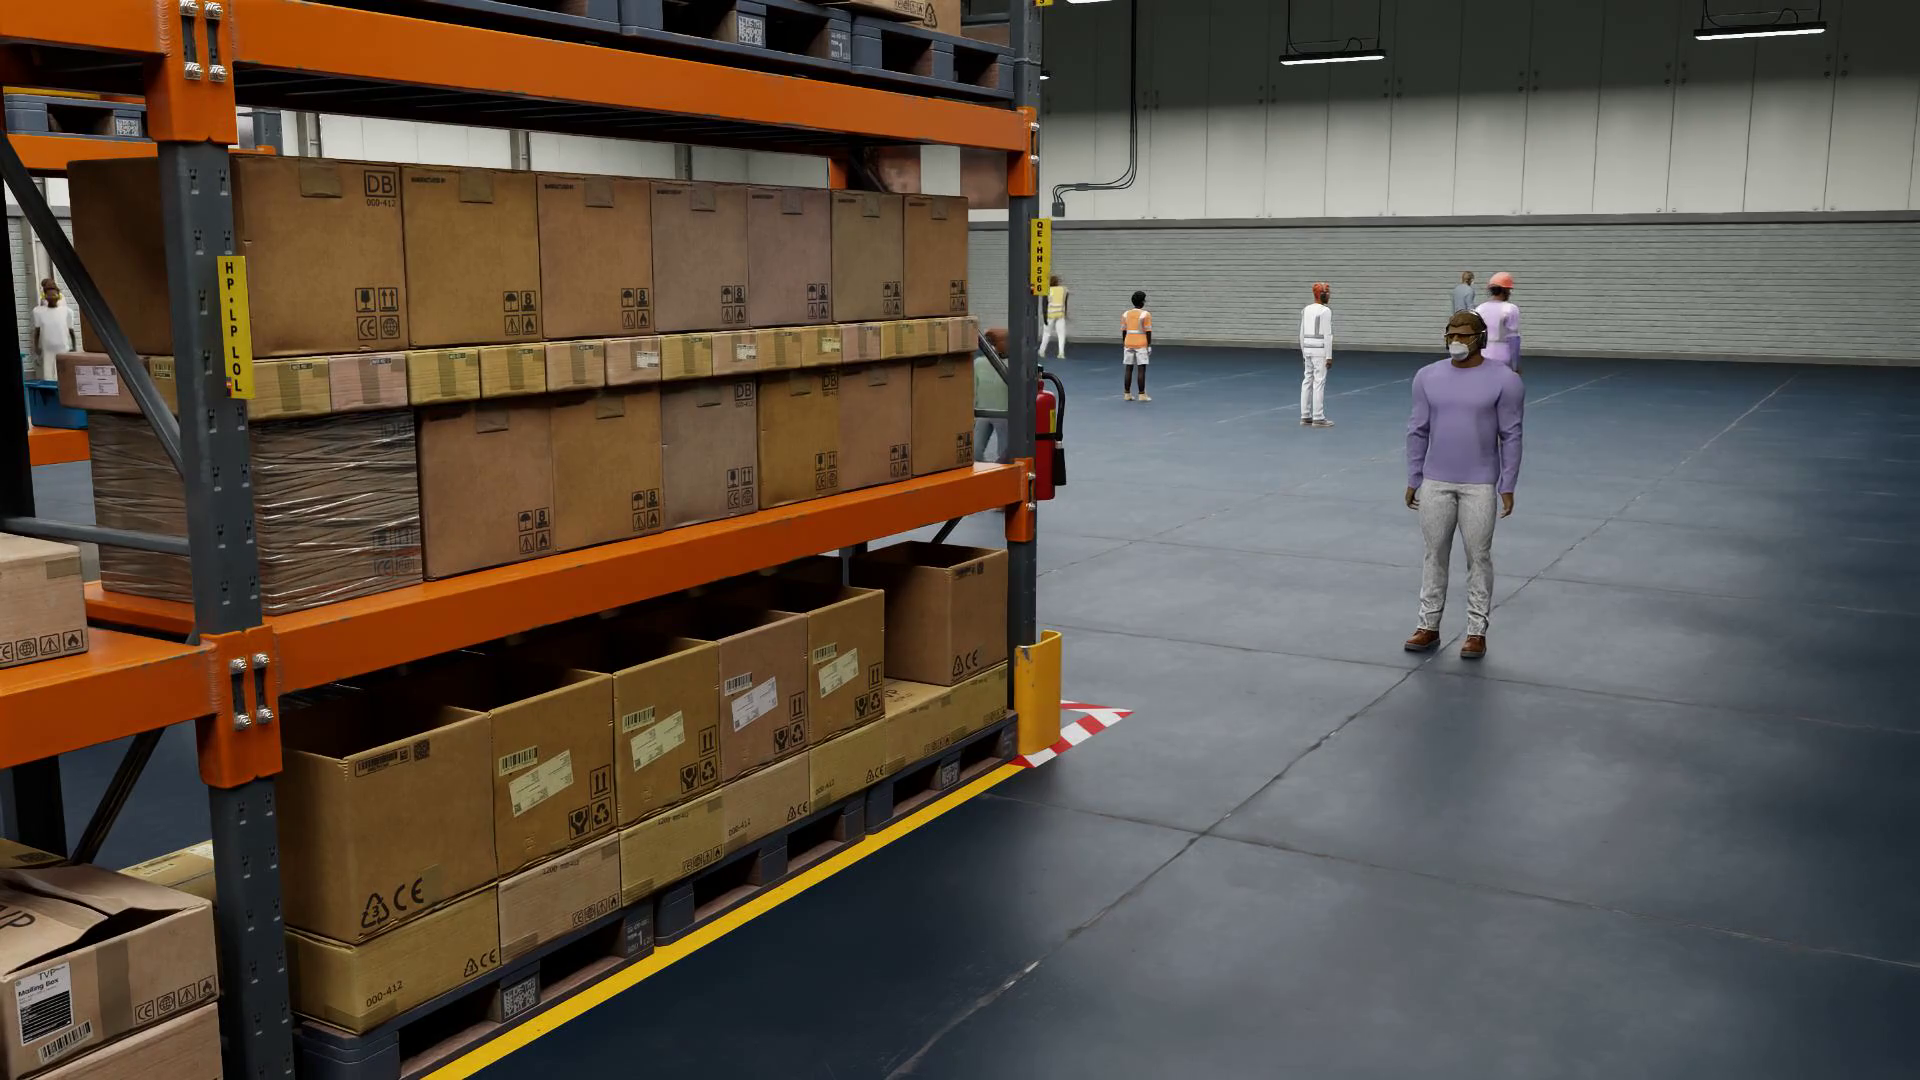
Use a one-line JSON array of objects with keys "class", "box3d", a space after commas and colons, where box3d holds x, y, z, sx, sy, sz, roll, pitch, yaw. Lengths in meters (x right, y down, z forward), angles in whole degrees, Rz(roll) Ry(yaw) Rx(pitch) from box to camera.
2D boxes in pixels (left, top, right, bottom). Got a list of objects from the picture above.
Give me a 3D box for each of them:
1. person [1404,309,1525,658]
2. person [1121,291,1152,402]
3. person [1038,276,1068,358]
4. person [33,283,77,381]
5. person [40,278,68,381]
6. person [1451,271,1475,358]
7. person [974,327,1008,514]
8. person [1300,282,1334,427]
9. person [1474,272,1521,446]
[{"class": "person", "box3d": [2.790, -0.314, 9.278, 0.636, 1.938, 0.355, 7, 12, 34]}, {"class": "person", "box3d": [2.708, -2.955, 25.445, 0.537, 1.695, 0.320, 8, 13, 41]}, {"class": "person", "box3d": [2.044, -4.891, 36.508, 0.646, 1.792, 0.960, -4, 10, -20]}, {"class": "person", "box3d": [-12.388, -2.583, 22.785, 0.544, 1.860, 0.413, -4, 11, -25]}, {"class": "person", "box3d": [-15.854, -3.650, 29.101, 0.430, 1.841, 0.623, -1, 10, -3]}, {"class": "person", "box3d": [9.919, -4.324, 32.776, 0.371, 1.931, 0.629, -3, 10, -15]}, {"class": "person", "box3d": [0.267, -1.017, 14.301, 0.523, 1.613, 0.557, 5, 11, 25]}, {"class": "person", "box3d": [4.682, -2.426, 21.801, 0.337, 1.882, 0.584, -4, 11, -24]}, {"class": "person", "box3d": [6.328, -2.122, 19.558, 0.390, 2.041, 0.614, -7, 12, -36]}]
